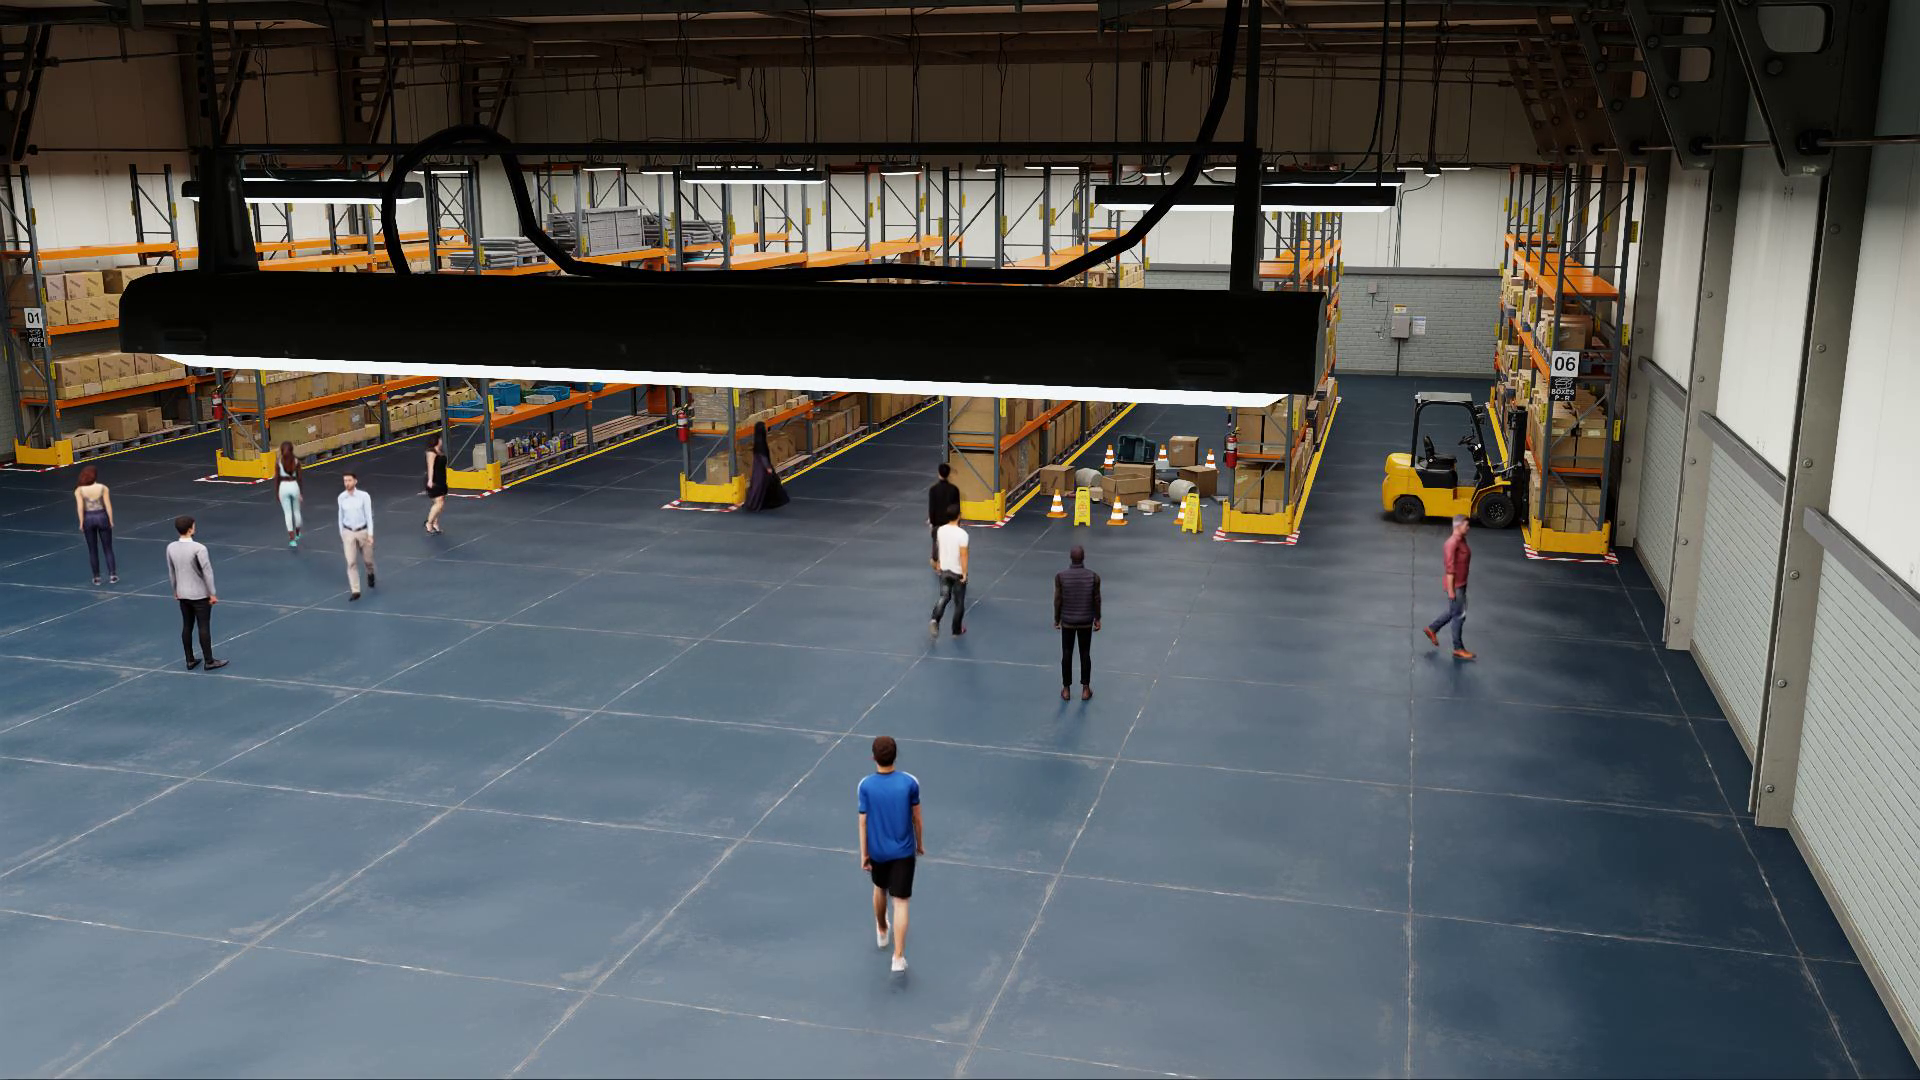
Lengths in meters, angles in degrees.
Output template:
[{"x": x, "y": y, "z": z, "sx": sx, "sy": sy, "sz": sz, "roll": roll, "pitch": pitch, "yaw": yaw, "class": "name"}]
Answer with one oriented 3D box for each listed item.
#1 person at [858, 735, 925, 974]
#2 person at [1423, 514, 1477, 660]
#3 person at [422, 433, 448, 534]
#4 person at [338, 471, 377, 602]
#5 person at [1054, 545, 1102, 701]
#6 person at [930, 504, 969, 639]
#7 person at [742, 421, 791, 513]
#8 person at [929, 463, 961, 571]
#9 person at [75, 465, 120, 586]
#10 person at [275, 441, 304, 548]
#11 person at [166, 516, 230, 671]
[{"x": -0.524, "y": 2.444, "z": 12.836, "sx": 0.879, "sy": 1.828, "sz": 1.298, "roll": 0, "pitch": 13, "yaw": 1, "class": "person"}, {"x": 6.199, "y": 0.556, "z": 21.010, "sx": 0.943, "sy": 1.819, "sz": 1.011, "roll": 8, "pitch": 15, "yaw": 31, "class": "person"}, {"x": -8.778, "y": -0.912, "z": 27.686, "sx": 0.899, "sy": 1.666, "sz": 0.774, "roll": 1, "pitch": 13, "yaw": 3, "class": "person"}, {"x": -8.590, "y": -0.089, "z": 23.768, "sx": 0.914, "sy": 1.831, "sz": 1.171, "roll": -2, "pitch": 13, "yaw": -7, "class": "person"}, {"x": 1.354, "y": 0.945, "z": 19.291, "sx": 0.743, "sy": 1.836, "sz": 0.636, "roll": 1, "pitch": 13, "yaw": 4, "class": "person"}, {"x": -0.154, "y": 0.428, "z": 21.619, "sx": 0.799, "sy": 1.793, "sz": 1.024, "roll": 8, "pitch": 15, "yaw": 30, "class": "person"}, {"x": -3.581, "y": -1.303, "z": 29.493, "sx": 0.854, "sy": 1.612, "sz": 1.071, "roll": 0, "pitch": 13, "yaw": -1, "class": "person"}, {"x": -0.221, "y": -0.268, "z": 24.862, "sx": 1.008, "sy": 1.685, "sz": 1.189, "roll": -3, "pitch": 13, "yaw": -14, "class": "person"}, {"x": -12.726, "y": -0.231, "z": 24.515, "sx": 0.698, "sy": 1.769, "sz": 0.749, "roll": -7, "pitch": 15, "yaw": -27, "class": "person"}, {"x": -10.780, "y": -0.702, "z": 26.740, "sx": 1.040, "sy": 1.684, "sz": 1.139, "roll": -6, "pitch": 15, "yaw": -26, "class": "person"}, {"x": -9.414, "y": 0.644, "z": 20.397, "sx": 0.722, "sy": 1.923, "sz": 0.592, "roll": 3, "pitch": 13, "yaw": 15, "class": "person"}]
